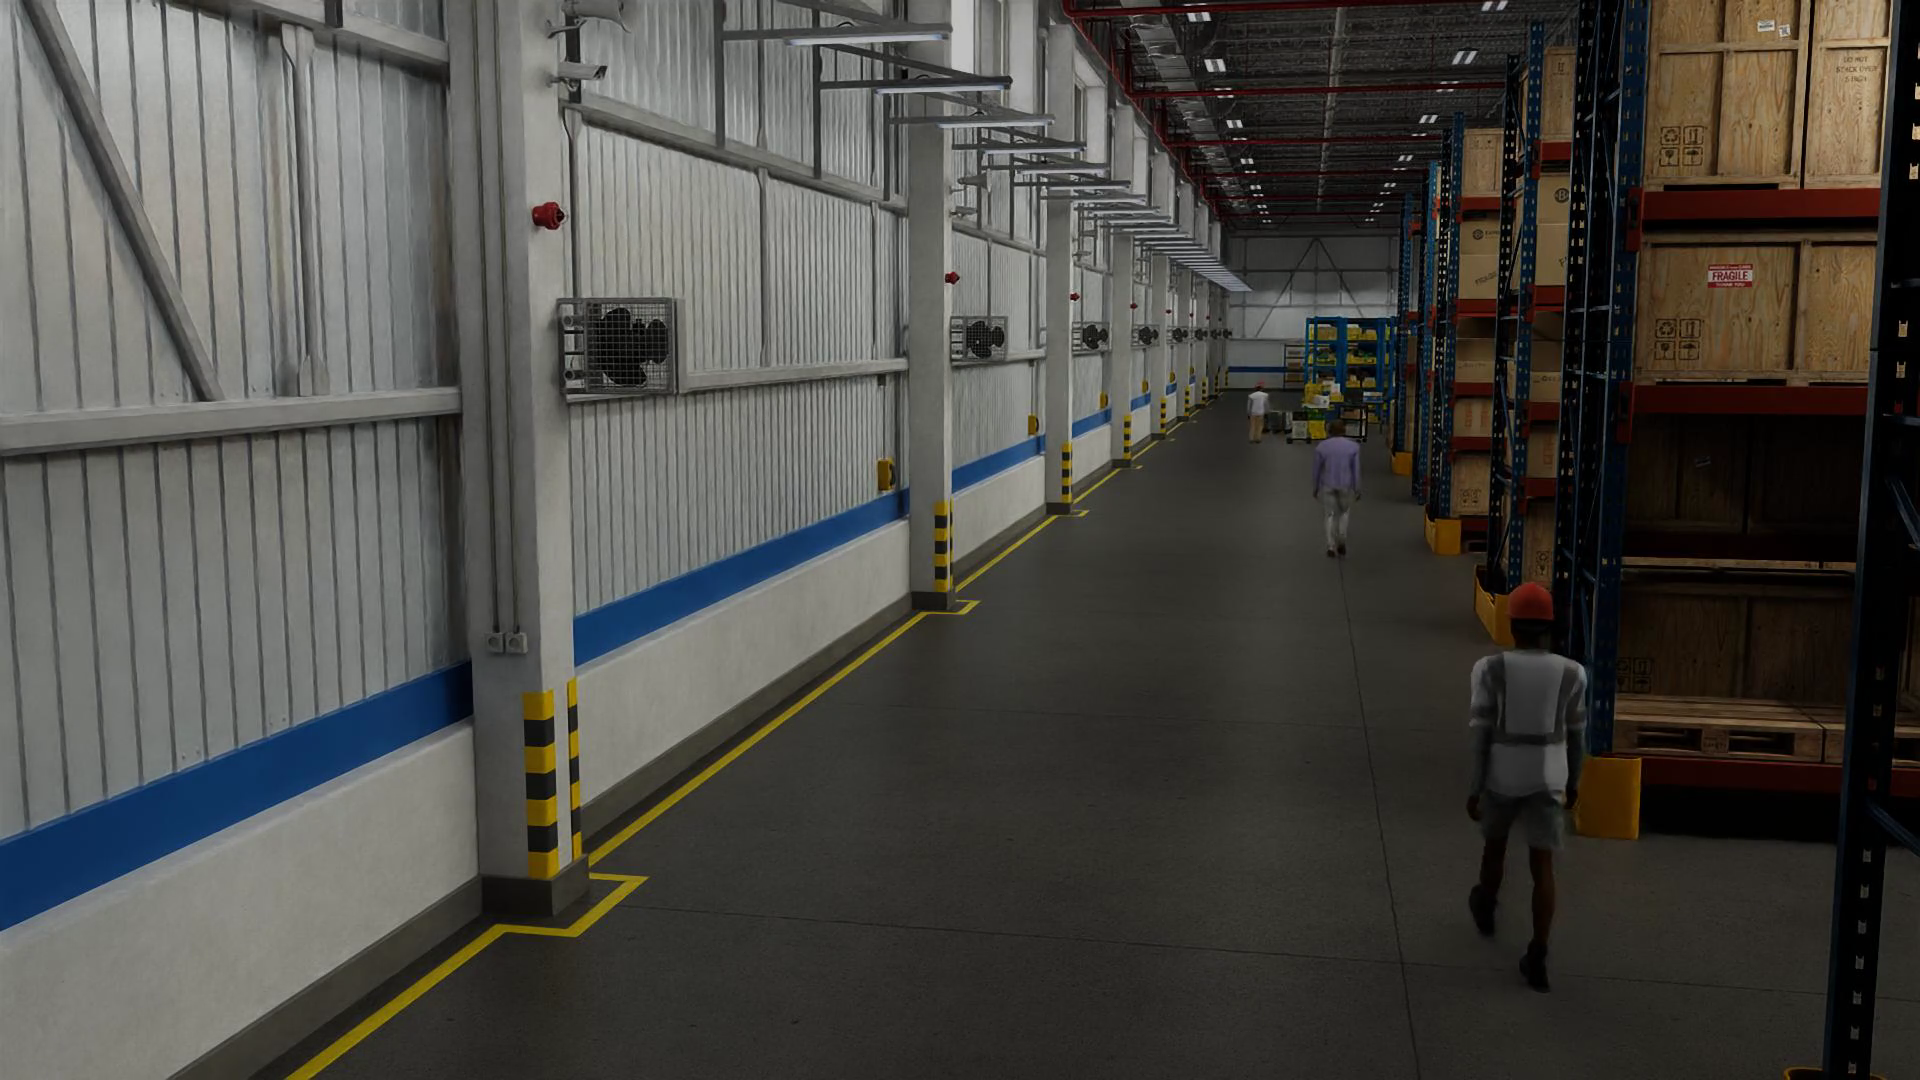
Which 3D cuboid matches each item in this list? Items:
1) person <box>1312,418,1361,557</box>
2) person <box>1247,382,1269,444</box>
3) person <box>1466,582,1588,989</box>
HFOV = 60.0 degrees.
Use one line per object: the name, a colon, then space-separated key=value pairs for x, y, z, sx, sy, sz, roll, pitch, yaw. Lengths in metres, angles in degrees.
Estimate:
person: x=5.224 y=-0.736 z=23.128 sx=0.654 sy=1.906 sz=0.846 roll=1 pitch=7 yaw=10
person: x=8.297 y=-3.522 z=46.261 sx=0.594 sy=1.701 sz=0.514 roll=1 pitch=7 yaw=6
person: x=2.765 y=1.143 z=8.174 sx=0.570 sy=1.883 sz=0.987 roll=1 pitch=7 yaw=10
